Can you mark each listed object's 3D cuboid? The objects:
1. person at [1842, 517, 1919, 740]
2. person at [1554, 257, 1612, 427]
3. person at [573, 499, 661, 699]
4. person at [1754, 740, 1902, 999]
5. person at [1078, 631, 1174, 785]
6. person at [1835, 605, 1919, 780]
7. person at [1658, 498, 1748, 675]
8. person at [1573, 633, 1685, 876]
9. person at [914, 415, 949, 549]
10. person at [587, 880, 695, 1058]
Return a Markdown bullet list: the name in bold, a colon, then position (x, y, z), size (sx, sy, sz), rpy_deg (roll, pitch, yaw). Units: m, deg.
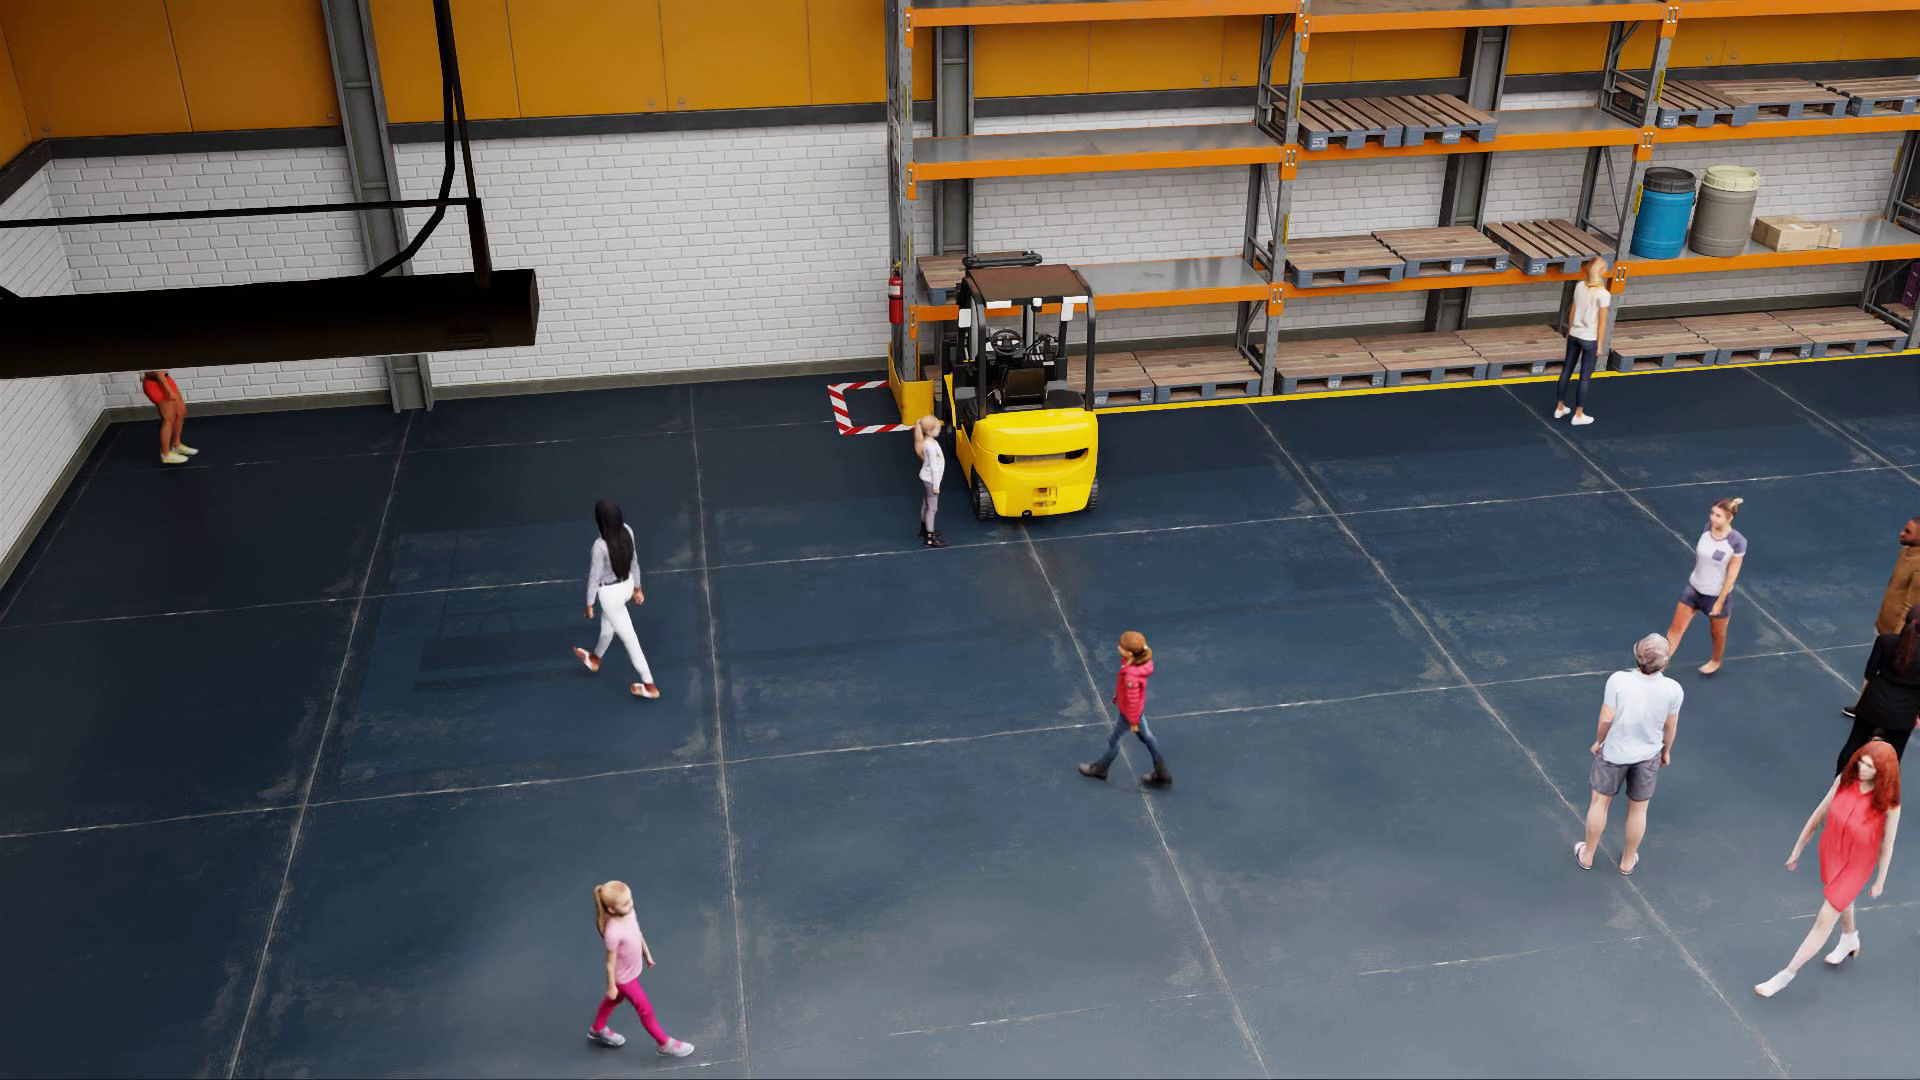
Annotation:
- **person**: position (7.042, 0.643, 12.465), size (0.655, 1.812, 0.686), rpy_deg (5, 29, 9)
- **person**: position (6.561, -2.100, 17.498), size (0.626, 1.809, 0.653), rpy_deg (-16, 32, -26)
- **person**: position (-2.586, 0.491, 12.879), size (1.190, 1.683, 1.050), rpy_deg (14, 31, 23)
- **person**: position (5.422, 1.963, 10.091), size (1.215, 1.769, 0.809), rpy_deg (-12, 31, -21)
- **person**: position (1.303, 1.232, 11.936), size (0.983, 1.286, 0.786), rpy_deg (9, 30, 16)
- **person**: position (6.481, 1.193, 11.622), size (0.710, 1.655, 0.686), rpy_deg (-23, 36, -36)
- **person**: position (5.982, 0.408, 13.145), size (1.067, 1.573, 0.805), rpy_deg (-16, 32, -26)
- **person**: position (4.438, 1.420, 11.020), size (0.664, 1.832, 0.792), rpy_deg (9, 30, 15)
- **person**: position (-0.276, -0.556, 15.220), size (0.497, 1.279, 0.500), rpy_deg (-7, 29, -12)
- **person**: position (-2.004, 2.493, 9.668), size (0.946, 1.243, 0.672), rpy_deg (4, 29, 7)
